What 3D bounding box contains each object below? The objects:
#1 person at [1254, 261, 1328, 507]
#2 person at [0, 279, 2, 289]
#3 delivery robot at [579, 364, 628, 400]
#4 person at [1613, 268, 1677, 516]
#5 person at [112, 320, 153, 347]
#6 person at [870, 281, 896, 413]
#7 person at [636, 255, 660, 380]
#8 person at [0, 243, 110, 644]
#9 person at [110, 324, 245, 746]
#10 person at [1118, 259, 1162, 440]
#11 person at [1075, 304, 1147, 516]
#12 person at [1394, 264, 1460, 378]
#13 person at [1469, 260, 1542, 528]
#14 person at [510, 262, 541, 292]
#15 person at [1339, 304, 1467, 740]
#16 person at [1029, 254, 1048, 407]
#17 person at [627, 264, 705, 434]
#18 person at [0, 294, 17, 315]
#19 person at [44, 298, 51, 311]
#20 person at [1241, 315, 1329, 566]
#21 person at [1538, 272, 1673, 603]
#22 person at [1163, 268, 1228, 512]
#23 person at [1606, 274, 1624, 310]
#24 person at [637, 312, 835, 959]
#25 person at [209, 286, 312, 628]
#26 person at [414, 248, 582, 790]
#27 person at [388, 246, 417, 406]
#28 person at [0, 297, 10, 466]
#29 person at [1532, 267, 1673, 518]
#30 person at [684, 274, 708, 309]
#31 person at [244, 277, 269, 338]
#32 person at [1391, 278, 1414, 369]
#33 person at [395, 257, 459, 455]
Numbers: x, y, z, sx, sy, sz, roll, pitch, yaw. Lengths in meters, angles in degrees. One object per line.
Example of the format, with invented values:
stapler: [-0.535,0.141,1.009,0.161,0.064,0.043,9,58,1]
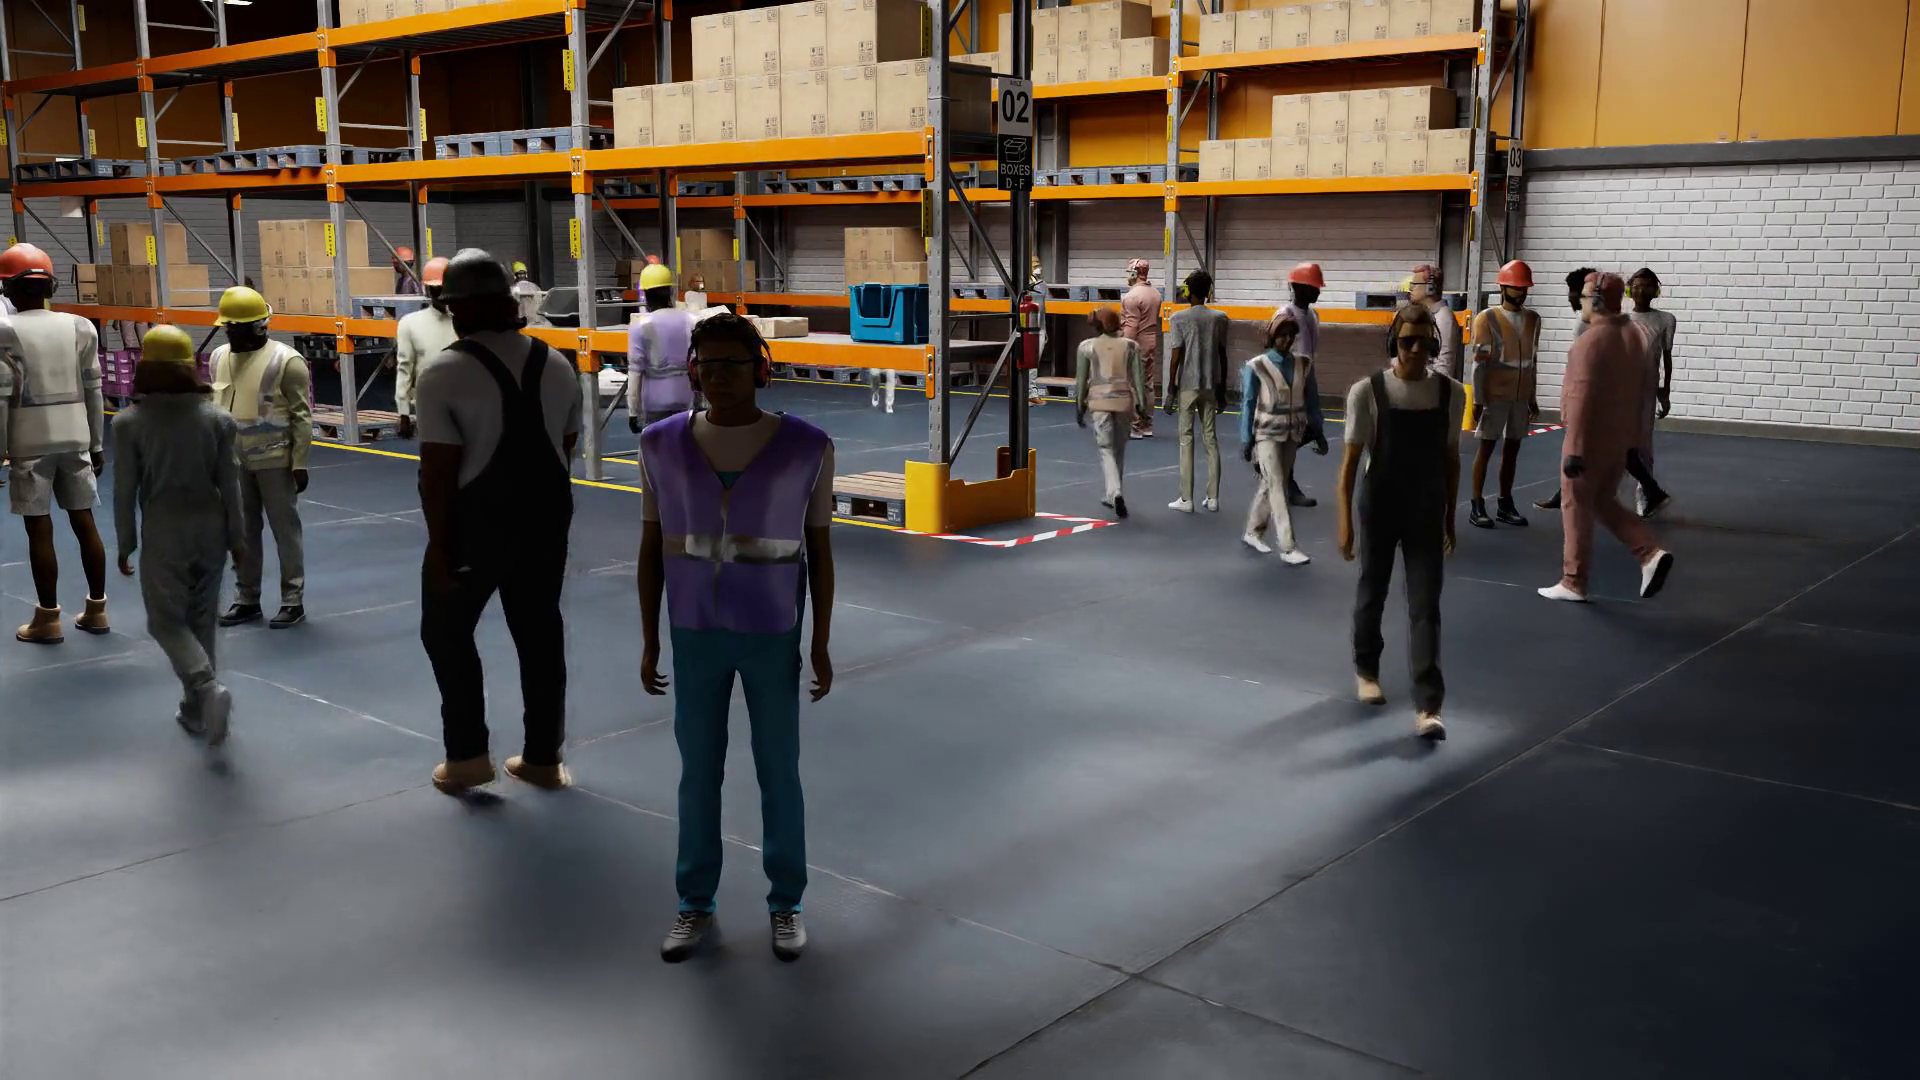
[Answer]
person: [2.604,-1.228,13.124,0.560,1.923,0.577,-10,14,-44]
person: [-12.422,-2.701,21.648,0.595,1.872,0.397,-2,10,-9]
delivery robot: [-4.444,-1.981,21.024,0.707,0.478,0.477,-2,10,-10]
person: [5.120,-1.115,12.603,0.514,1.876,0.328,5,11,25]
person: [-12.435,-3.349,24.978,0.388,1.992,0.625,7,12,33]
person: [-0.930,-2.384,20.520,0.513,1.621,0.436,-1,10,-7]
person: [-4.592,-3.276,24.786,0.422,1.927,0.548,4,11,20]
person: [-4.707,-0.488,8.546,0.381,2.045,0.605,7,12,34]
person: [-3.130,-0.013,6.753,0.488,1.715,0.711,-10,14,-44]
person: [1.871,-2.016,17.641,0.409,1.908,0.639,6,12,31]
person: [1.161,-0.997,12.706,0.541,1.602,0.797,-2,10,-9]
person: [3.248,-0.973,11.700,0.403,1.911,0.637,0,10,0]
person: [3.974,-1.051,12.058,0.551,1.935,0.375,-3,10,-18]
person: [-6.308,-3.092,24.003,0.404,1.824,0.591,7,12,34]
person: [1.869,-0.099,7.071,0.538,1.792,0.984,0,10,2]
person: [0.904,-2.672,21.282,0.356,1.938,0.638,9,13,40]
person: [-2.053,-0.974,11.682,0.619,1.911,0.475,-9,14,-42]
person: [-9.996,-1.889,17.057,1.007,1.851,0.664,10,14,43]
person: [-11.108,-2.387,19.973,0.428,1.836,0.625,2,10,9]
person: [2.079,-0.660,10.804,0.524,1.594,0.853,-5,11,-26]
person: [3.654,-0.556,9.347,0.662,1.892,0.636,-8,13,-40]
person: [1.816,-1.147,12.799,0.534,1.868,0.309,-3,10,-18]
person: [6.444,-1.776,16.671,0.524,1.769,0.326,-8,13,-39]
person: [-0.639,0.275,4.767,0.564,1.845,0.386,0,10,1]
person: [-3.747,-0.433,8.872,0.589,1.821,0.404,3,10,15]
person: [-1.741,-0.073,6.197,0.572,2.000,0.700,9,13,42]
person: [-7.103,-2.742,21.396,0.396,2.038,0.614,-9,13,-42]
person: [-9.007,-1.628,15.496,0.345,1.882,0.584,1,10,6]
person: [4.899,-1.099,12.501,1.014,1.899,0.622,8,13,38]
person: [-4.094,-3.322,25.882,0.277,1.629,0.496,7,12,33]
person: [-10.354,-3.025,24.242,0.522,1.601,0.704,-9,13,-40]
person: [4.543,-1.718,16.423,0.557,1.742,0.742,-7,12,-35]
person: [-3.419,-0.889,11.060,0.620,1.969,0.817,-4,11,-20]
